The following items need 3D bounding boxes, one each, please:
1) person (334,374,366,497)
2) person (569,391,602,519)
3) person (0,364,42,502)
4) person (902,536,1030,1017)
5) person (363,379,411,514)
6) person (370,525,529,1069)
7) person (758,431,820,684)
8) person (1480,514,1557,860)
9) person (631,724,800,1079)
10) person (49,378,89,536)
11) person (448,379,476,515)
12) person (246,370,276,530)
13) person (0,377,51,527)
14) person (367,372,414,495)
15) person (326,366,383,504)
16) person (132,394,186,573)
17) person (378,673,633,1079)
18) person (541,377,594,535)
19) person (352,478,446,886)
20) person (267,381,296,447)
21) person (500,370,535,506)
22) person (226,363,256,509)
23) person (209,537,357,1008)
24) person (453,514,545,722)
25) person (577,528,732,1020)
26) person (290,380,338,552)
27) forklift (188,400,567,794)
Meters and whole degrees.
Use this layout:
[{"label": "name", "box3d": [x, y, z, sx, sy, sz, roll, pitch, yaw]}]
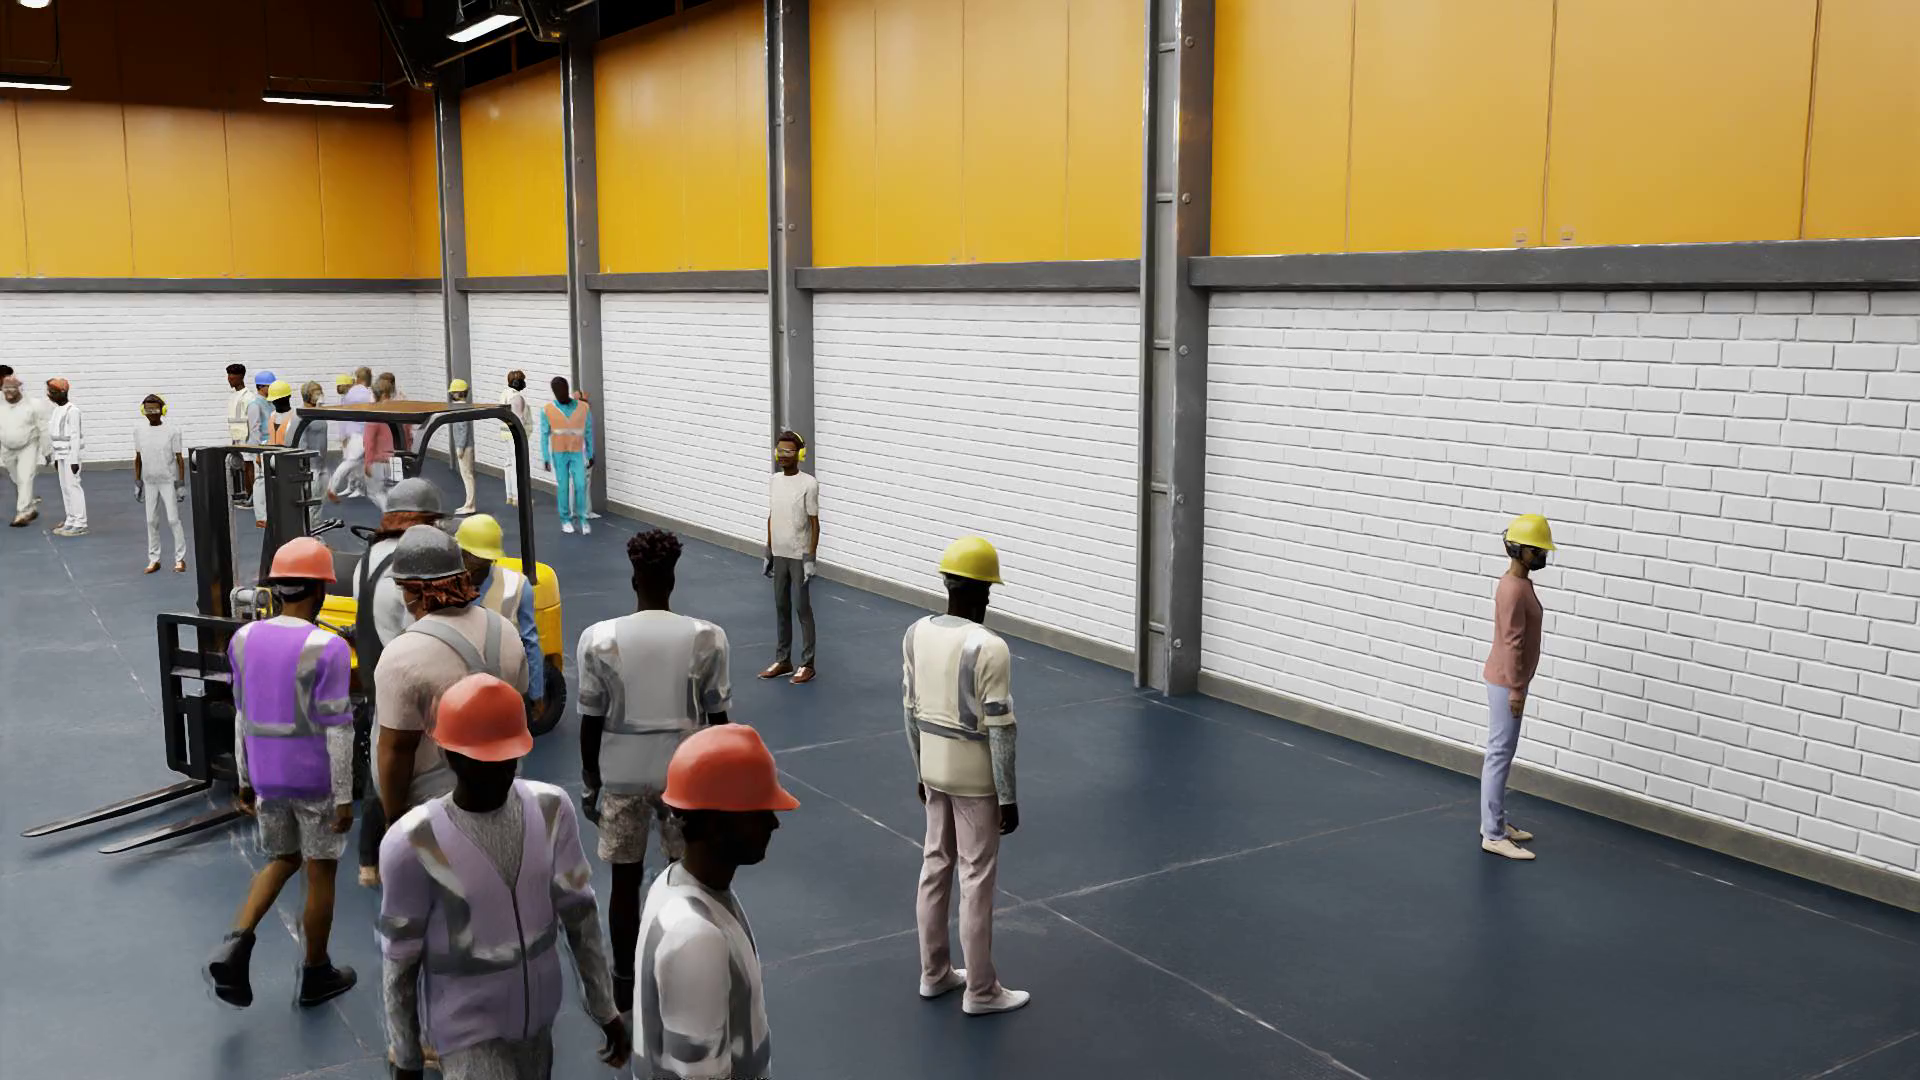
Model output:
[{"label": "person", "box3d": [-8.648, -1.471, 23.515, 0.322, 1.742, 0.493, -8, 12, -44]}, {"label": "person", "box3d": [-4.852, -1.083, 21.263, 0.515, 1.636, 0.315, 7, 11, 38]}, {"label": "person", "box3d": [-13.240, -1.459, 22.884, 1.000, 1.927, 0.610, 2, 9, 12]}, {"label": "person", "box3d": [0.022, 0.940, 6.671, 0.373, 1.921, 0.585, -8, 12, -43]}, {"label": "person", "box3d": [-6.487, -0.876, 18.954, 0.552, 1.908, 0.671, 5, 10, 28]}, {"label": "person", "box3d": [-1.961, 0.936, 6.293, 0.536, 2.000, 0.684, 4, 9, 25]}, {"label": "person", "box3d": [-1.263, 0.124, 12.326, 0.517, 1.876, 0.324, 6, 11, 36]}, {"label": "person", "box3d": [2.866, 0.738, 8.564, 0.329, 1.764, 0.524, 3, 9, 20]}, {"label": "person", "box3d": [-0.636, 1.365, 3.806, 0.566, 1.920, 0.556, -1, 8, -7]}, {"label": "person", "box3d": [-10.614, -0.982, 19.789, 0.587, 1.876, 0.354, 8, 11, 43]}, {"label": "person", "box3d": [-6.499, -1.213, 21.707, 0.316, 1.766, 0.533, -2, 9, -13]}, {"label": "person", "box3d": [-8.465, -1.096, 20.308, 0.405, 1.943, 0.615, -1, 8, -5]}, {"label": "person", "box3d": [-11.741, -1.112, 20.744, 0.670, 1.856, 1.006, -1, 8, -5]}, {"label": "person", "box3d": [-7.865, -1.418, 22.920, 0.870, 1.818, 0.618, 6, 10, 36]}, {"label": "person", "box3d": [-8.337, -1.447, 22.882, 1.021, 1.897, 0.650, -7, 11, -40]}, {"label": "person", "box3d": [-8.229, -0.570, 17.102, 0.513, 1.853, 0.342, 0, 8, -2]}, {"label": "person", "box3d": [-1.165, 1.290, 4.400, 0.936, 1.893, 0.558, 7, 11, 41]}, {"label": "person", "box3d": [-4.657, -0.998, 19.849, 0.617, 1.882, 0.674, -3, 9, -21]}, {"label": "person", "box3d": [-2.623, 0.676, 8.046, 0.536, 2.000, 0.718, -8, 12, -44]}, {"label": "person", "box3d": [-7.488, -0.814, 18.504, 0.585, 1.918, 0.379, 5, 10, 30]}, {"label": "person", "box3d": [-6.020, -1.387, 22.616, 0.429, 1.842, 0.629, -5, 10, -29]}, {"label": "person", "box3d": [-9.595, -1.390, 22.270, 0.373, 1.958, 0.607, -7, 11, -40]}, {"label": "person", "box3d": [-2.670, 0.955, 6.592, 0.578, 1.910, 0.628, 3, 9, 17]}, {"label": "person", "box3d": [-2.423, 0.766, 8.215, 0.687, 1.801, 0.580, -1, 9, -10]}, {"label": "person", "box3d": [-1.211, 0.930, 6.640, 0.608, 1.956, 0.391, -2, 9, -15]}, {"label": "person", "box3d": [-7.053, -0.768, 18.125, 0.355, 1.936, 0.635, 0, 8, 1]}, {"label": "forklift", "box3d": [-3.529, 0.258, 10.348, 1.214, 2.155, 2.313, 4, 9, 25]}]
